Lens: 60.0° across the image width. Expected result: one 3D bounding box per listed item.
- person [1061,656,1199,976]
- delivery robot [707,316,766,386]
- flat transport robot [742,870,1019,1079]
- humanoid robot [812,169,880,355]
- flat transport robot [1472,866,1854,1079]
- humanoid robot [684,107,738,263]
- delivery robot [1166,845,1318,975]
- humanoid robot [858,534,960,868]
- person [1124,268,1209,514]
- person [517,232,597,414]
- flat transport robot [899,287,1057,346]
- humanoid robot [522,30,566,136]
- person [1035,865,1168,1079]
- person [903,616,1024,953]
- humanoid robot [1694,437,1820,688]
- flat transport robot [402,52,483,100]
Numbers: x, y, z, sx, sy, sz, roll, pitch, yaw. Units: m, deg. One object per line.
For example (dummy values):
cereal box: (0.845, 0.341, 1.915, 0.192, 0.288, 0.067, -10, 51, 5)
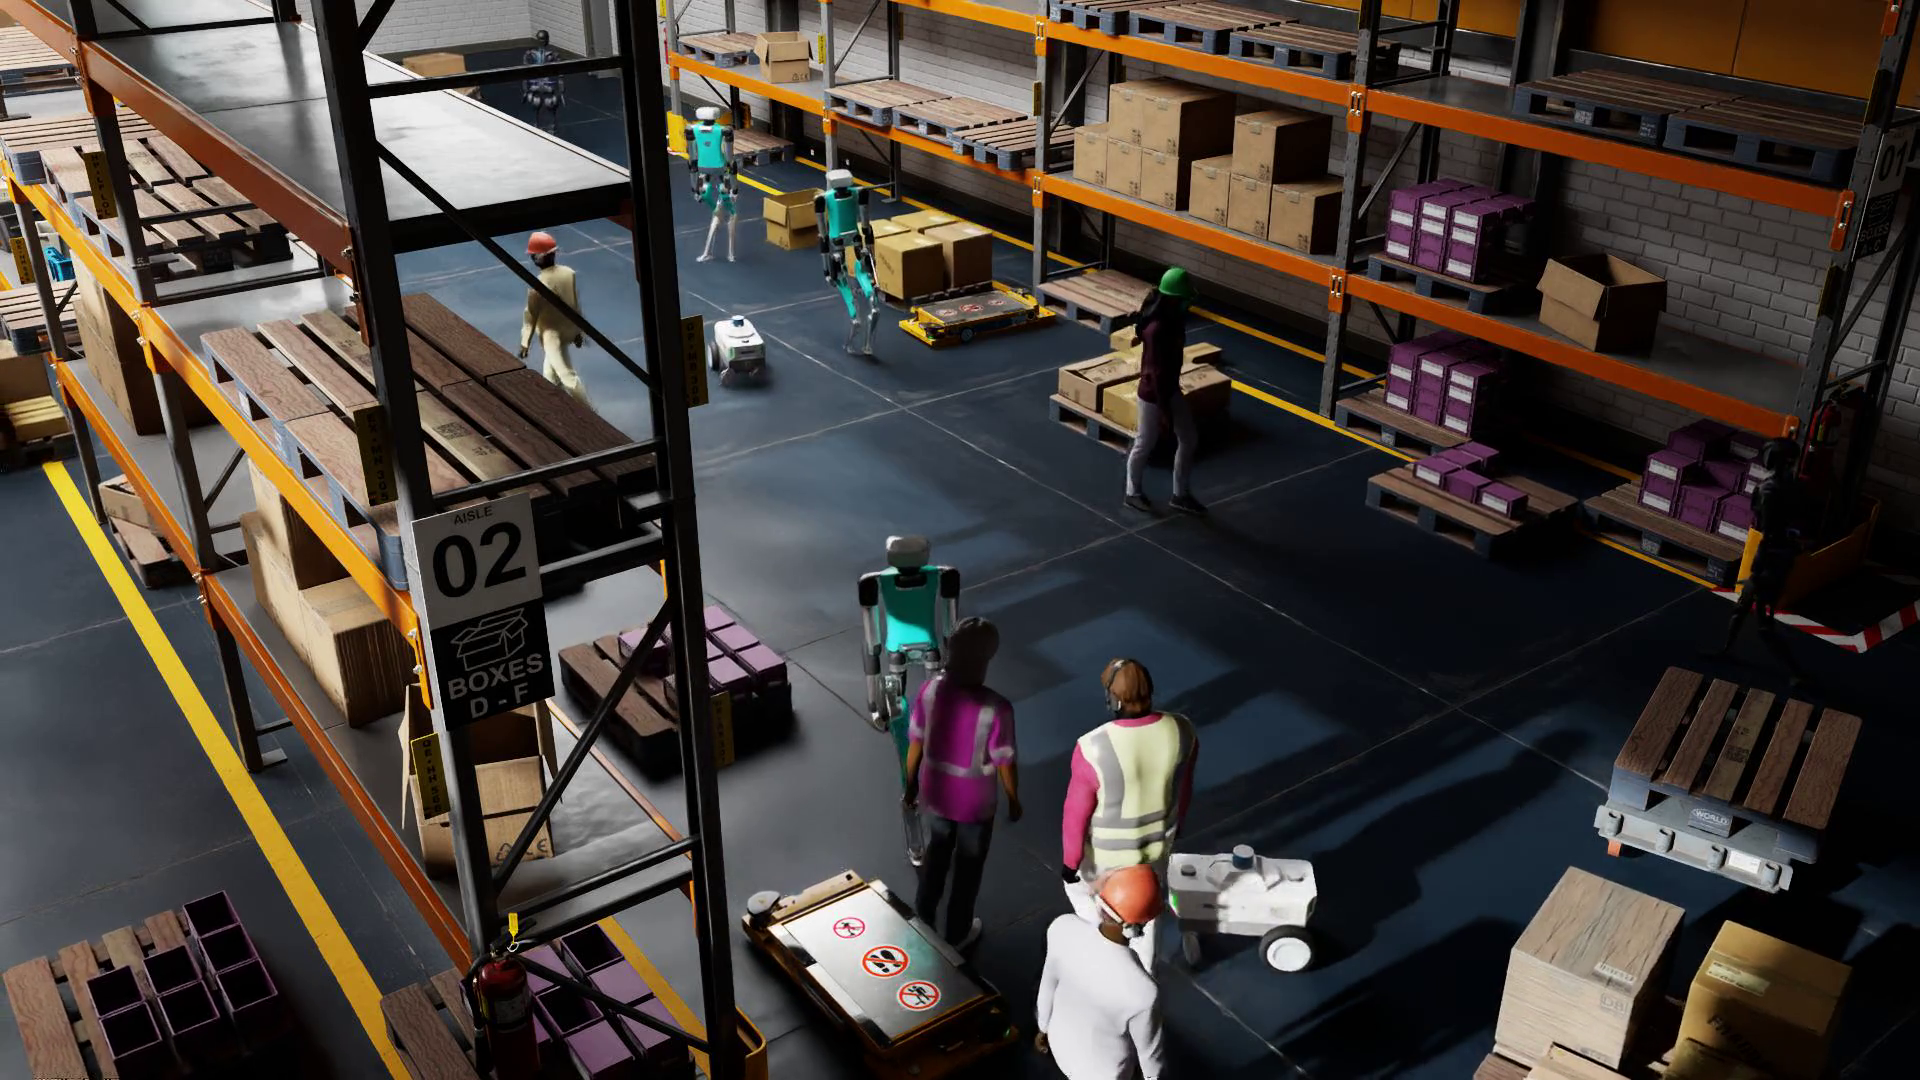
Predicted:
person: (0.746, 1.354, 7.569, 0.669, 1.817, 0.453, -11, 29, -22)
delivery robot: (-2.016, -1.749, 15.168, 0.507, 0.614, 0.785, -9, 28, -17)
flat transport robot: (-0.407, 2.047, 7.915, 0.659, 0.231, 1.431, -18, 32, -31)
humanoid robot: (-0.980, -2.459, 15.251, 0.575, 1.782, 0.860, -11, 29, -21)
flat transport robot: (2.853, 2.511, 6.993, 0.659, 0.231, 1.431, 19, 32, 33)
humanoid robot: (-2.622, -3.853, 18.012, 0.551, 1.757, 0.781, 3, 27, 6)
delivery robot: (1.396, 1.773, 8.143, 0.767, 0.596, 0.525, 2, 27, 5)
humanoid robot: (-0.205, 0.921, 8.565, 0.539, 1.803, 0.812, -5, 27, -10)
person: (1.570, -1.050, 12.239, 0.776, 1.925, 0.493, 19, 33, 33)
person: (-3.403, -1.705, 13.779, 0.896, 1.698, 0.579, 8, 28, 16)
flat transport robot: (0.181, -2.195, 16.354, 1.431, 0.231, 0.659, -15, 30, -27)
humanoid robot: (-5.610, -5.984, 22.318, 0.609, 1.636, 0.422, -1, 27, -3)
person: (0.562, 1.971, 6.439, 0.424, 1.727, 0.570, -17, 31, -30)
person: (0.014, 1.194, 7.886, 0.551, 1.822, 0.402, 13, 30, 24)
humanoid robot: (5.024, 0.147, 10.201, 0.745, 1.639, 0.609, 18, 32, 31)
flat transport robot: (-7.749, -6.350, 24.618, 0.659, 0.231, 1.431, 0, 27, 1)
